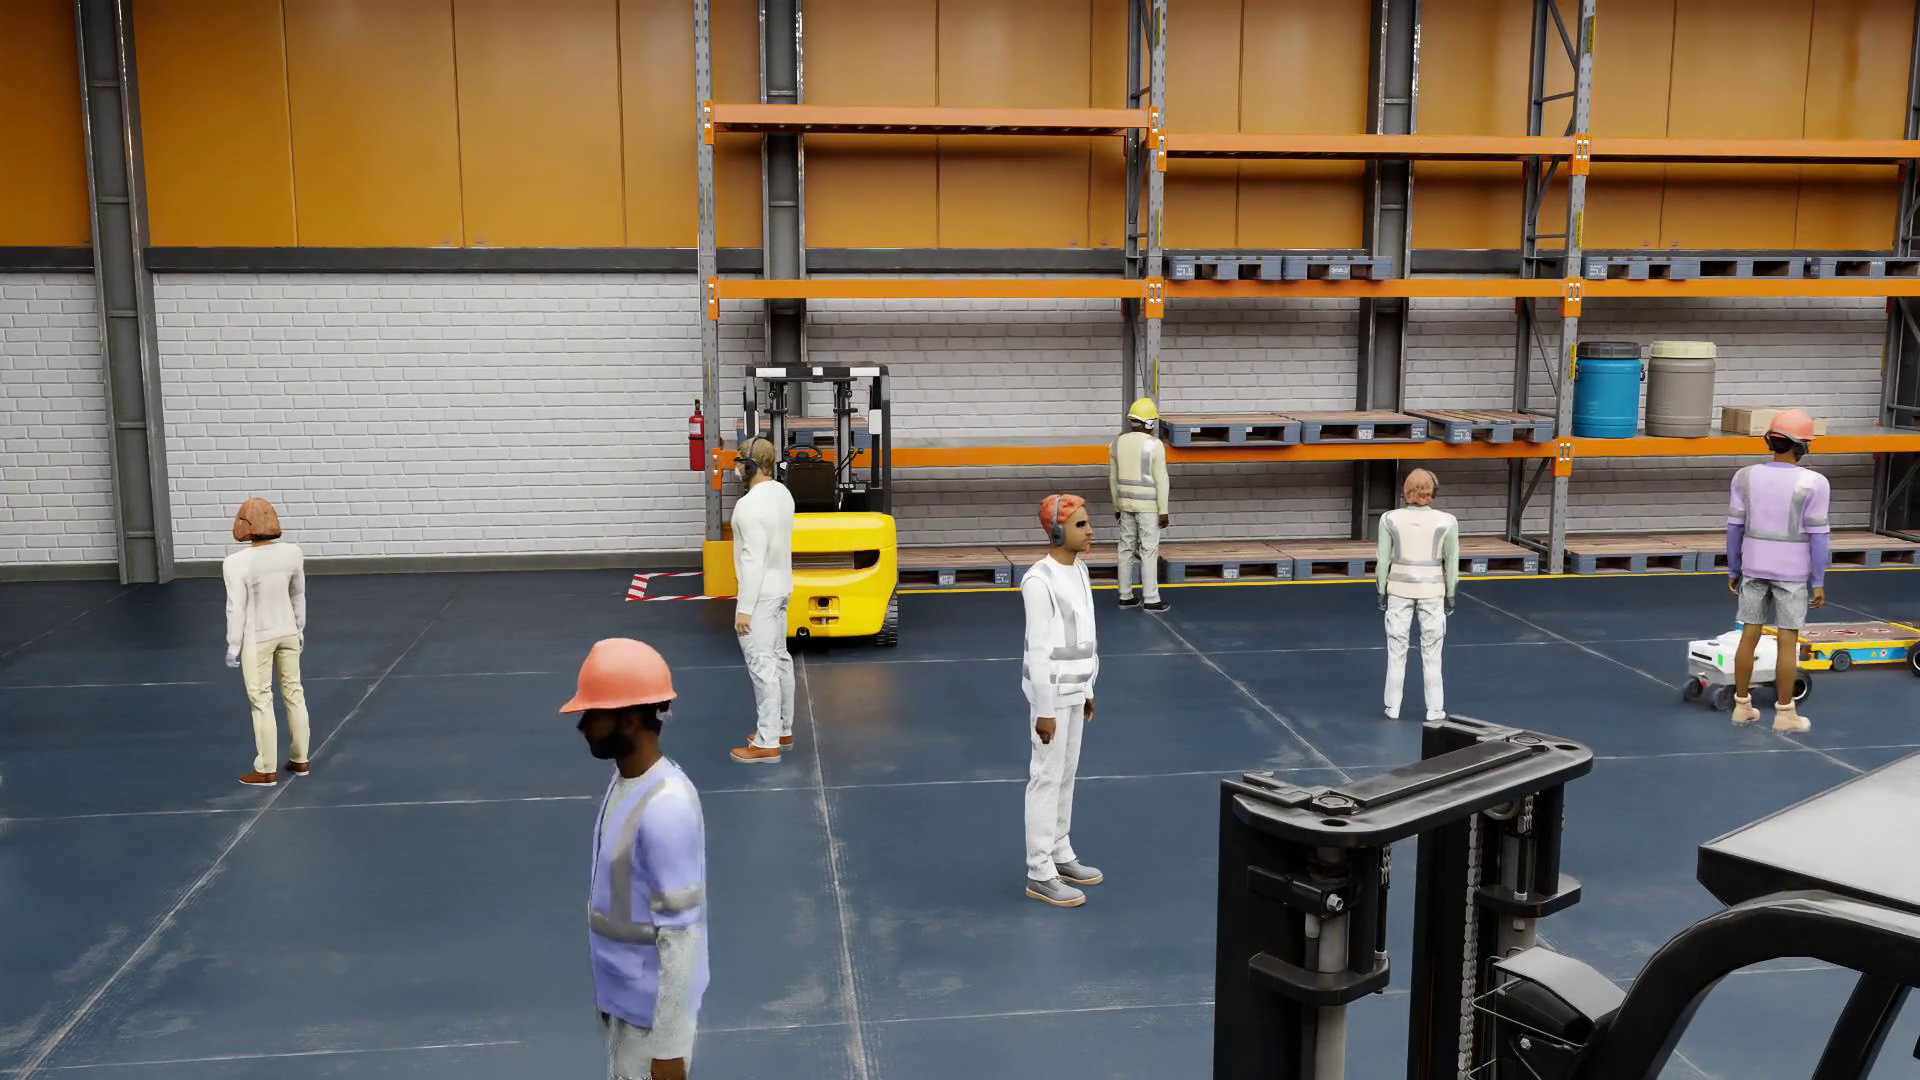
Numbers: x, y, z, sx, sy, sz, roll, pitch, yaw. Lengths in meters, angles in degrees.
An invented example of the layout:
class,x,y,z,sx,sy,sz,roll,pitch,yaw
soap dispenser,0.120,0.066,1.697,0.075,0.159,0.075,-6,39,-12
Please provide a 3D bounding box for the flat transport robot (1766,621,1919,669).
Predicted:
class,x,y,z,sx,sy,sz,roll,pitch,yaw
flat transport robot,6.653,0.774,12.393,1.431,0.197,0.652,-1,9,-9

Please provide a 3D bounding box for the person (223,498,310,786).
class,x,y,z,sx,sy,sz,roll,pitch,yaw
person,-3.923,0.572,9.416,0.279,1.633,0.499,6,11,31

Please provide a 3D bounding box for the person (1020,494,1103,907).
class,x,y,z,sx,sy,sz,roll,pitch,yaw
person,0.474,0.724,7.692,0.356,1.885,0.574,4,10,22

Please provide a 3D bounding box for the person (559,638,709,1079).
class,x,y,z,sx,sy,sz,roll,pitch,yaw
person,-0.815,1.222,4.503,0.466,1.926,0.595,-3,10,-20

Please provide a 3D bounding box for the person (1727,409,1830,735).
class,x,y,z,sx,sy,sz,roll,pitch,yaw
person,5.161,0.194,10.499,0.395,2.042,0.611,-7,12,-38

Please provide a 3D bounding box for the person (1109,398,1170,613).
class,x,y,z,sx,sy,sz,roll,pitch,yaw
person,1.554,-0.296,14.208,0.587,1.835,0.403,9,13,44

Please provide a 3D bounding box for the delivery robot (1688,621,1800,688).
class,x,y,z,sx,sy,sz,roll,pitch,yaw
delivery robot,5.257,0.784,11.160,0.707,0.478,0.477,-3,10,-18

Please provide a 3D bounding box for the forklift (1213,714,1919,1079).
class,x,y,z,sx,sy,sz,roll,pitch,yaw
forklift,1.441,1.425,2.350,1.214,2.155,2.313,-7,12,-39

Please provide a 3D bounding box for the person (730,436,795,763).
class,x,y,z,sx,sy,sz,roll,pitch,yaw
person,-1.174,0.350,9.856,0.356,1.938,0.638,2,9,14

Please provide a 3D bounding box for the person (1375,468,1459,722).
class,x,y,z,sx,sy,sz,roll,pitch,yaw
person,2.933,0.362,10.708,0.515,1.640,0.315,3,10,20

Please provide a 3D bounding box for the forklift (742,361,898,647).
class,x,y,z,sx,sy,sz,roll,pitch,yaw
forklift,-1.154,-0.340,13.365,1.214,2.155,2.313,-1,9,-7
